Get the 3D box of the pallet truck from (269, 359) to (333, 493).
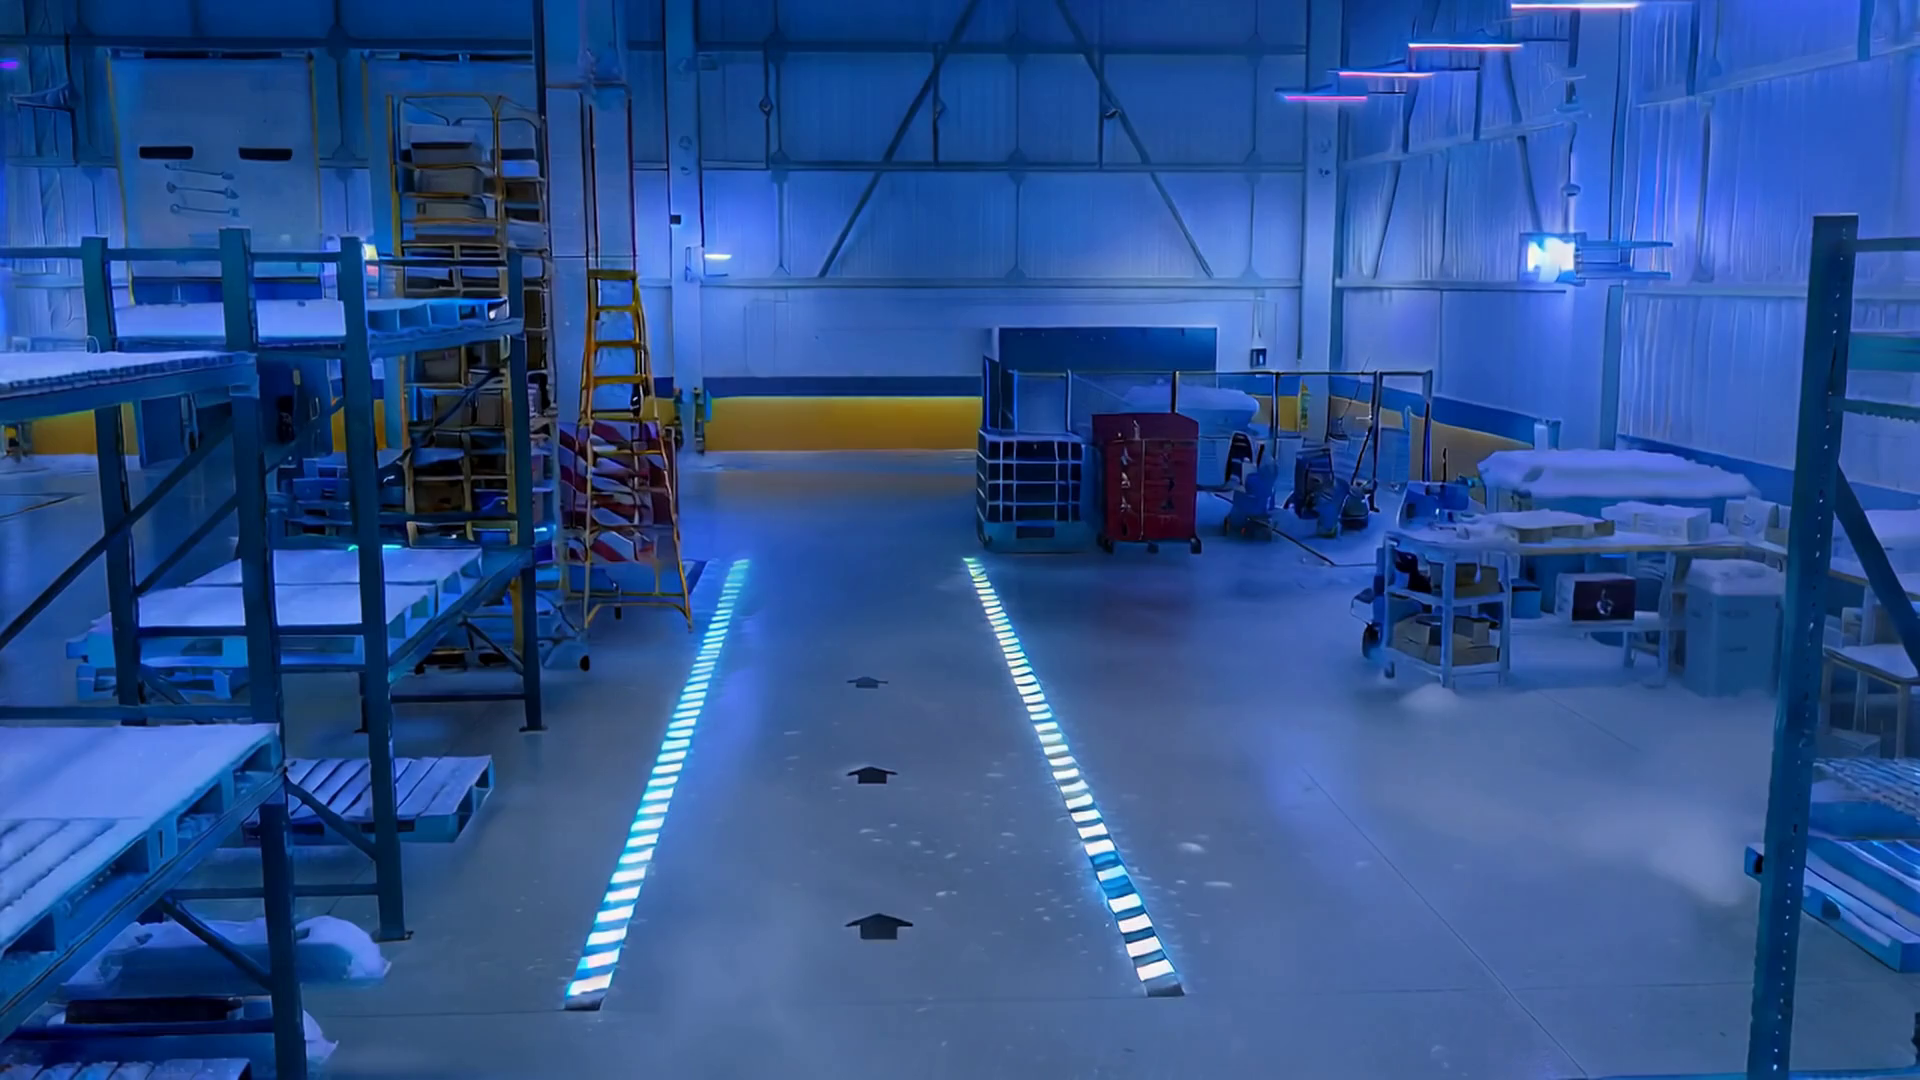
[{"bbox_3d":[-7.062,-1.131,18.996,1.885,1.965,0.823,2,9,13],"label":"pallet truck"}]
